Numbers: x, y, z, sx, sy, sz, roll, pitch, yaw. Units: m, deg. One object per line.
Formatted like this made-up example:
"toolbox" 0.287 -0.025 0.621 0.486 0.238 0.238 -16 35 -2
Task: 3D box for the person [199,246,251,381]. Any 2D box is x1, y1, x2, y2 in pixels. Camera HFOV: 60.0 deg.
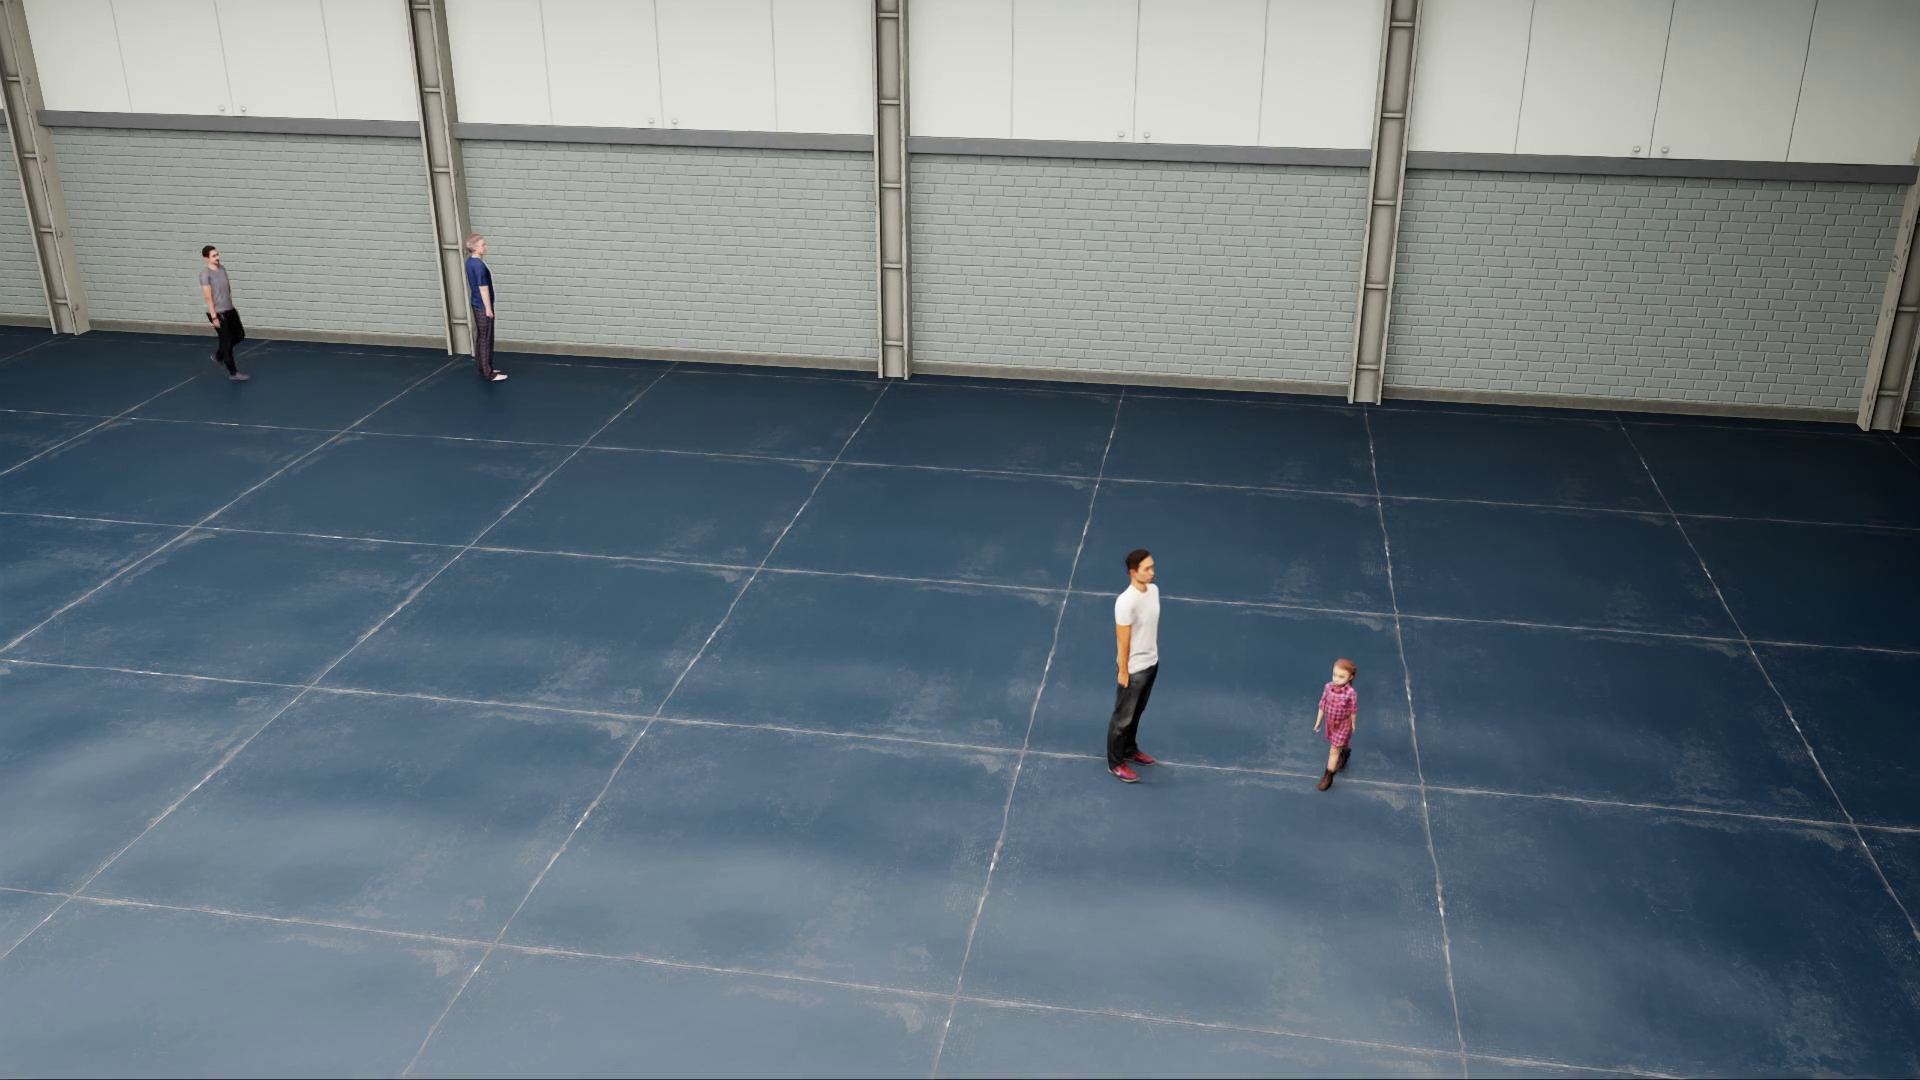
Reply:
"person" -9.535 -2.923 21.353 0.807 1.745 0.635 3 23 8

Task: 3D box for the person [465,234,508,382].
"person" -6.134 -2.994 21.359 0.765 1.870 0.745 -11 25 -24

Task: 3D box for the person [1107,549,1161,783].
"person" 1.290 0.896 12.298 0.676 1.803 0.714 14 27 30

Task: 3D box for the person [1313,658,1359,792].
"person" 2.817 1.321 12.312 0.727 1.009 0.695 18 29 36
